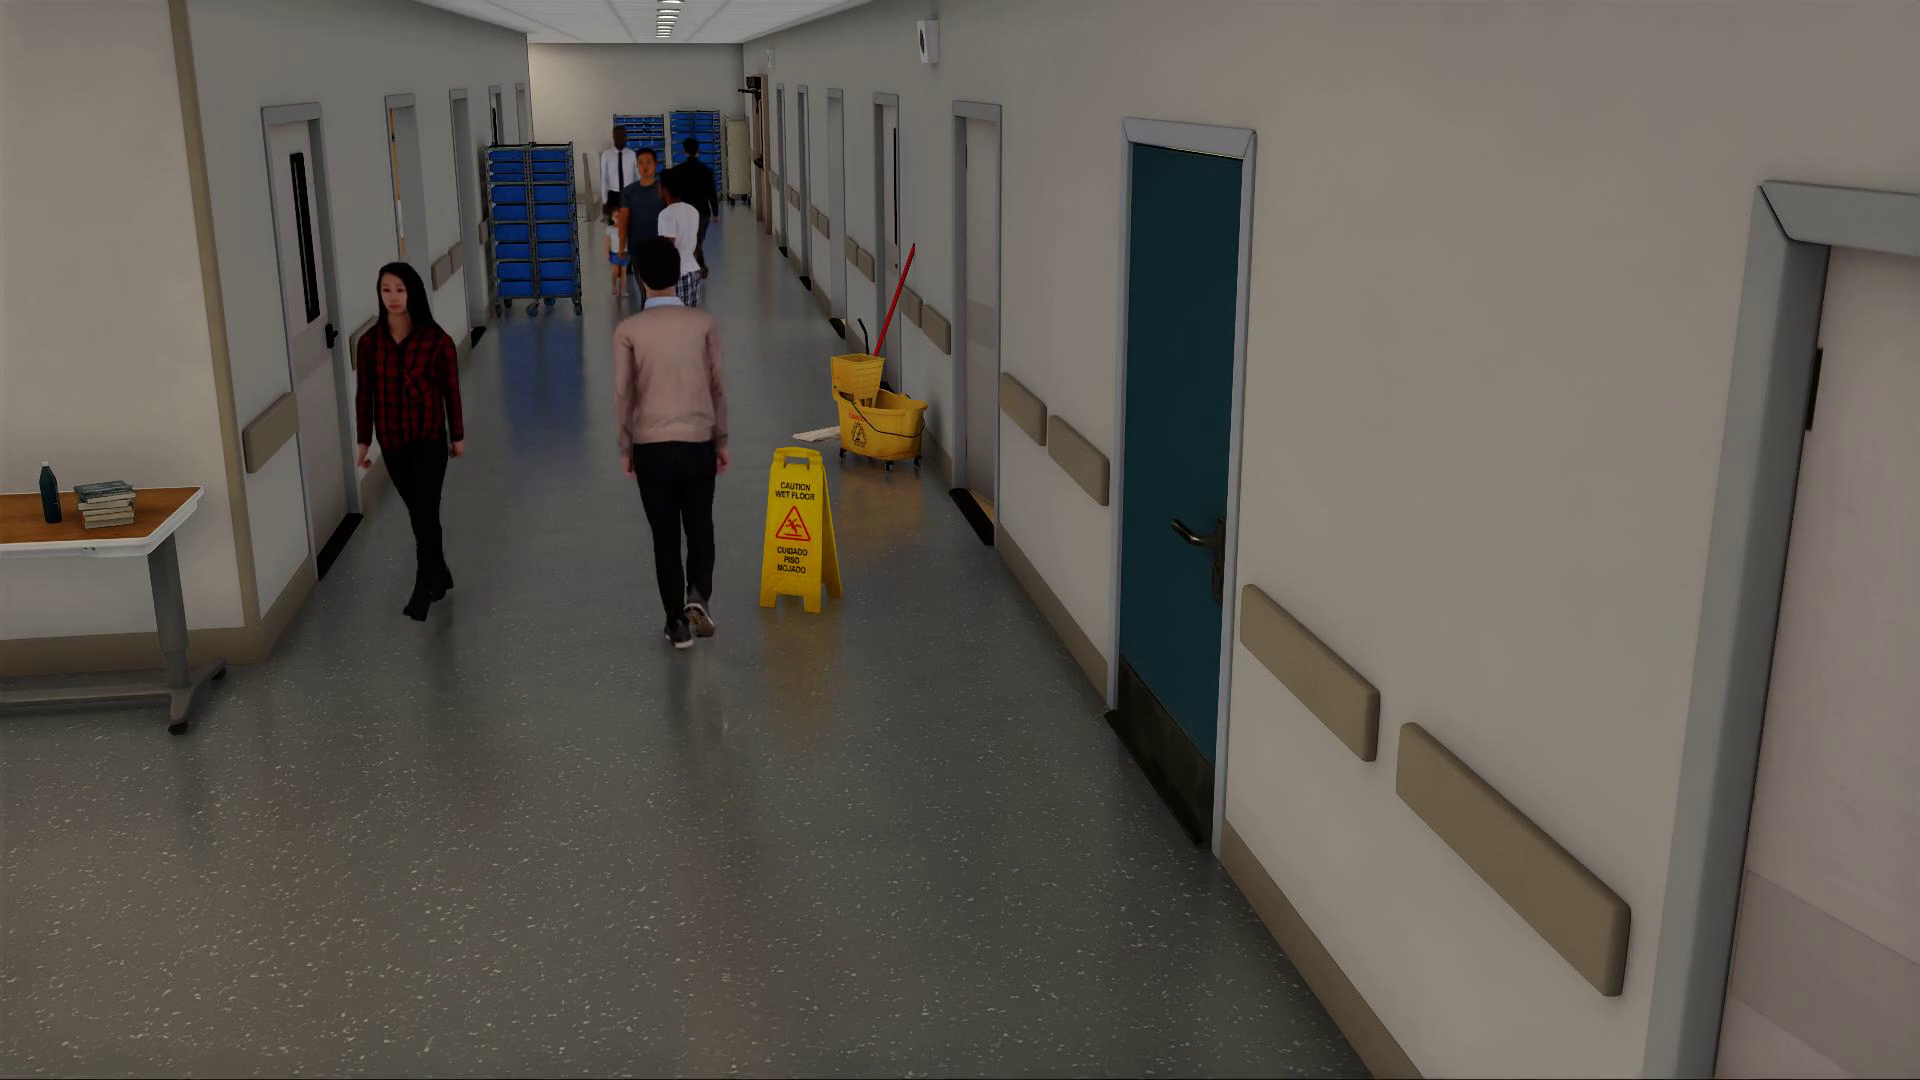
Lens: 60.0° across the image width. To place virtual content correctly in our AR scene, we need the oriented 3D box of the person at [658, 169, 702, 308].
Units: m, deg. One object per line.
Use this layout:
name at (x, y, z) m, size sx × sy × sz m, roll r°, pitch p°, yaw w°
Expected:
person at (-2.241, -2.084, 13.288) m, size 0.780 × 1.730 × 0.662 m, roll 6°, pitch 17°, yaw 22°

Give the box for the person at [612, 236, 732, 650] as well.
person at (-1.211, -0.375, 7.095) m, size 0.686 × 1.802 × 0.830 m, roll -4°, pitch 16°, yaw -15°

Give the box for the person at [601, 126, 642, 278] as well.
person at (-4.127, -4.116, 20.382) m, size 0.702 × 1.793 × 1.183 m, roll -3°, pitch 16°, yaw -11°

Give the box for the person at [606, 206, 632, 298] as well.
person at (-3.852, -3.253, 18.754) m, size 0.489 × 1.014 × 0.553 m, roll -7°, pitch 17°, yaw -25°

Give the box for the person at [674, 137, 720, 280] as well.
person at (-3.180, -3.895, 19.797) m, size 0.894 × 1.684 × 1.139 m, roll 2°, pitch 16°, yaw 8°

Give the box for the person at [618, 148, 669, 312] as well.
person at (-2.827, -2.645, 15.169) m, size 0.739 × 1.790 × 0.893 m, roll 0°, pitch 16°, yaw 0°

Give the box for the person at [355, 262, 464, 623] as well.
person at (-2.522, -0.462, 7.735) m, size 0.719 × 1.623 × 1.061 m, roll 0°, pitch 16°, yaw 0°
